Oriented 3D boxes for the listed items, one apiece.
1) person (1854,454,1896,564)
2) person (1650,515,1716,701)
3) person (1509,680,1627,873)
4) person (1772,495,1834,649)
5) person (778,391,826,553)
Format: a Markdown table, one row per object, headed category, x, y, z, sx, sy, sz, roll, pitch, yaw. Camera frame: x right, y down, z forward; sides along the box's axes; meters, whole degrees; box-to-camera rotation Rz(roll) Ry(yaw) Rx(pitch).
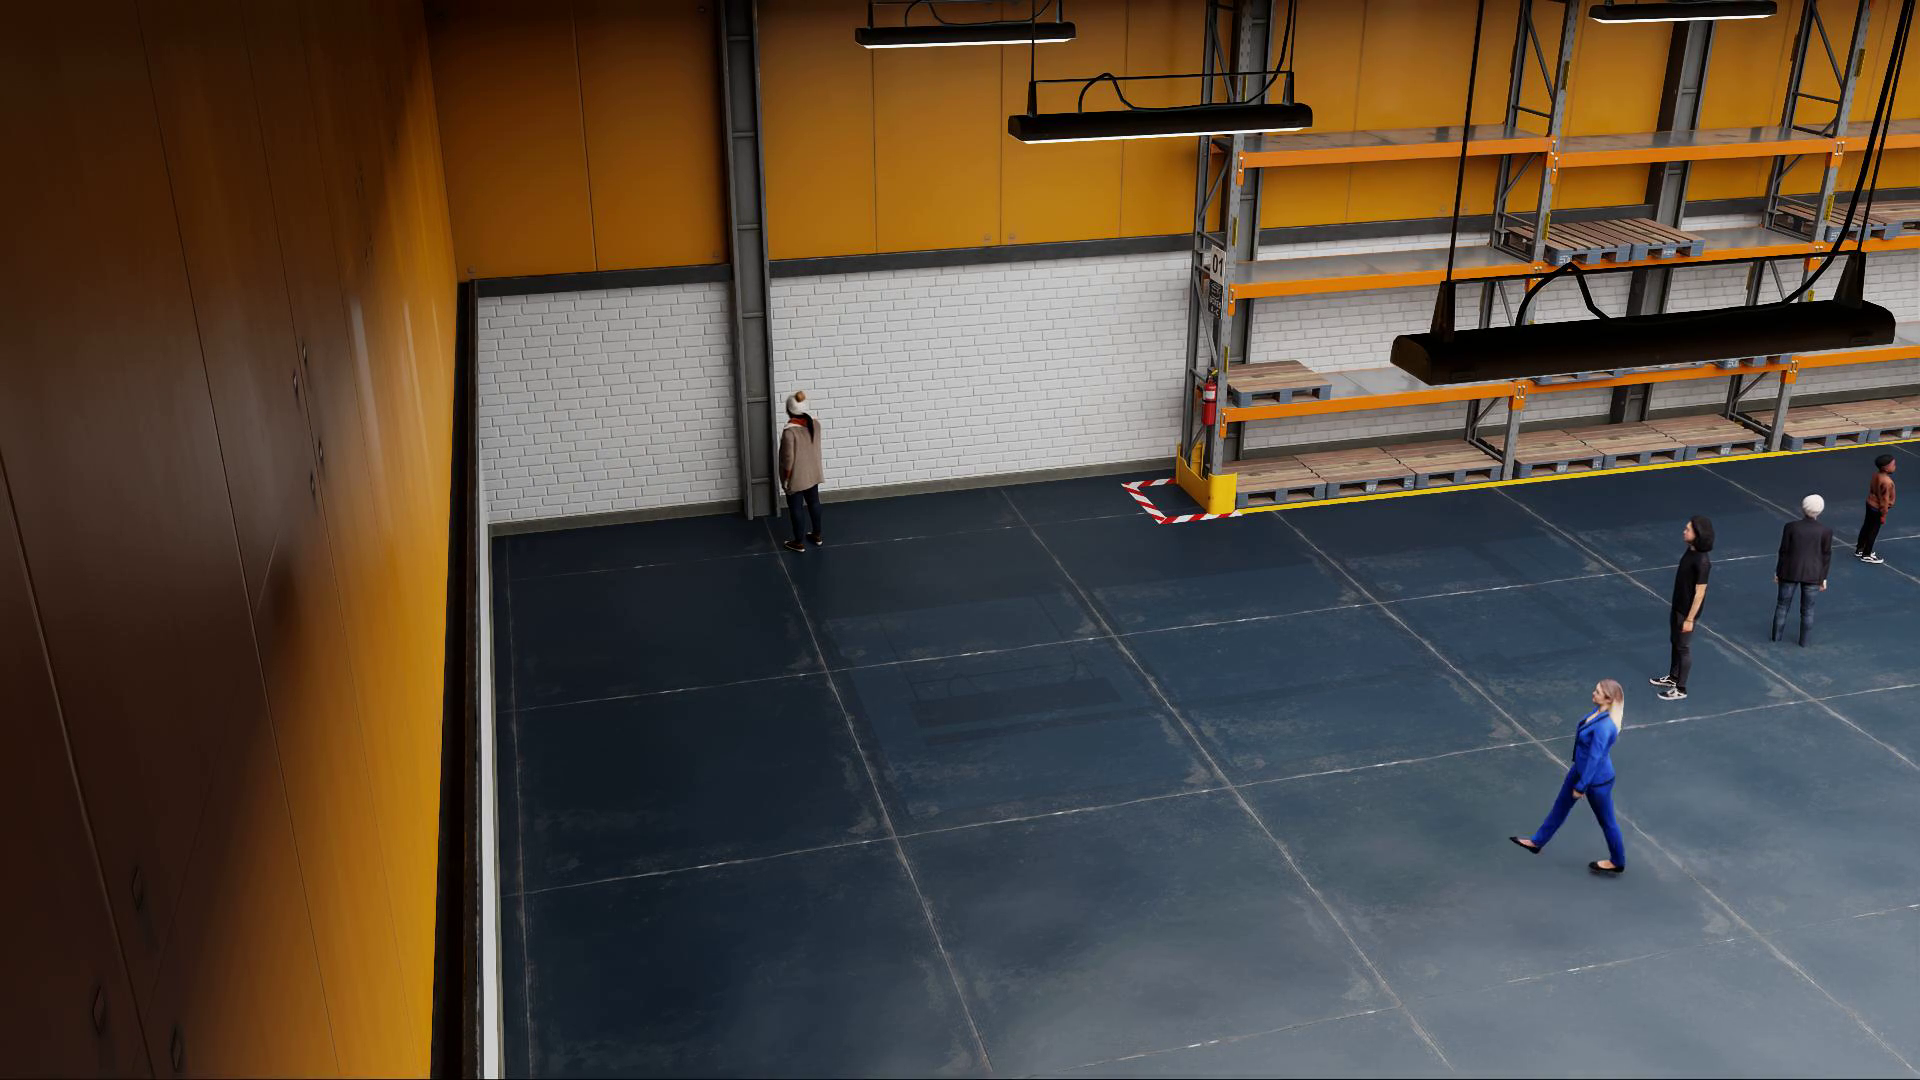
| category | x | y | z | sx | sy | sz | roll | pitch | yaw |
| --- | --- | --- | --- | --- | --- | --- | --- | --- | --- |
| person | 10.269 | -0.370 | 18.637 | 0.581 | 1.255 | 0.583 | 2 | 24 | 4 |
| person | 6.848 | 0.618 | 15.653 | 0.667 | 1.835 | 0.709 | 4 | 24 | 8 |
| person | 5.039 | 1.888 | 12.976 | 1.212 | 1.651 | 1.011 | 6 | 24 | 13 |
| person | 8.497 | 0.384 | 16.738 | 0.821 | 1.783 | 0.793 | 13 | 27 | 26 |
| person | -1.792 | -0.805 | 18.831 | 0.878 | 1.895 | 0.783 | 20 | 31 | 39 |
